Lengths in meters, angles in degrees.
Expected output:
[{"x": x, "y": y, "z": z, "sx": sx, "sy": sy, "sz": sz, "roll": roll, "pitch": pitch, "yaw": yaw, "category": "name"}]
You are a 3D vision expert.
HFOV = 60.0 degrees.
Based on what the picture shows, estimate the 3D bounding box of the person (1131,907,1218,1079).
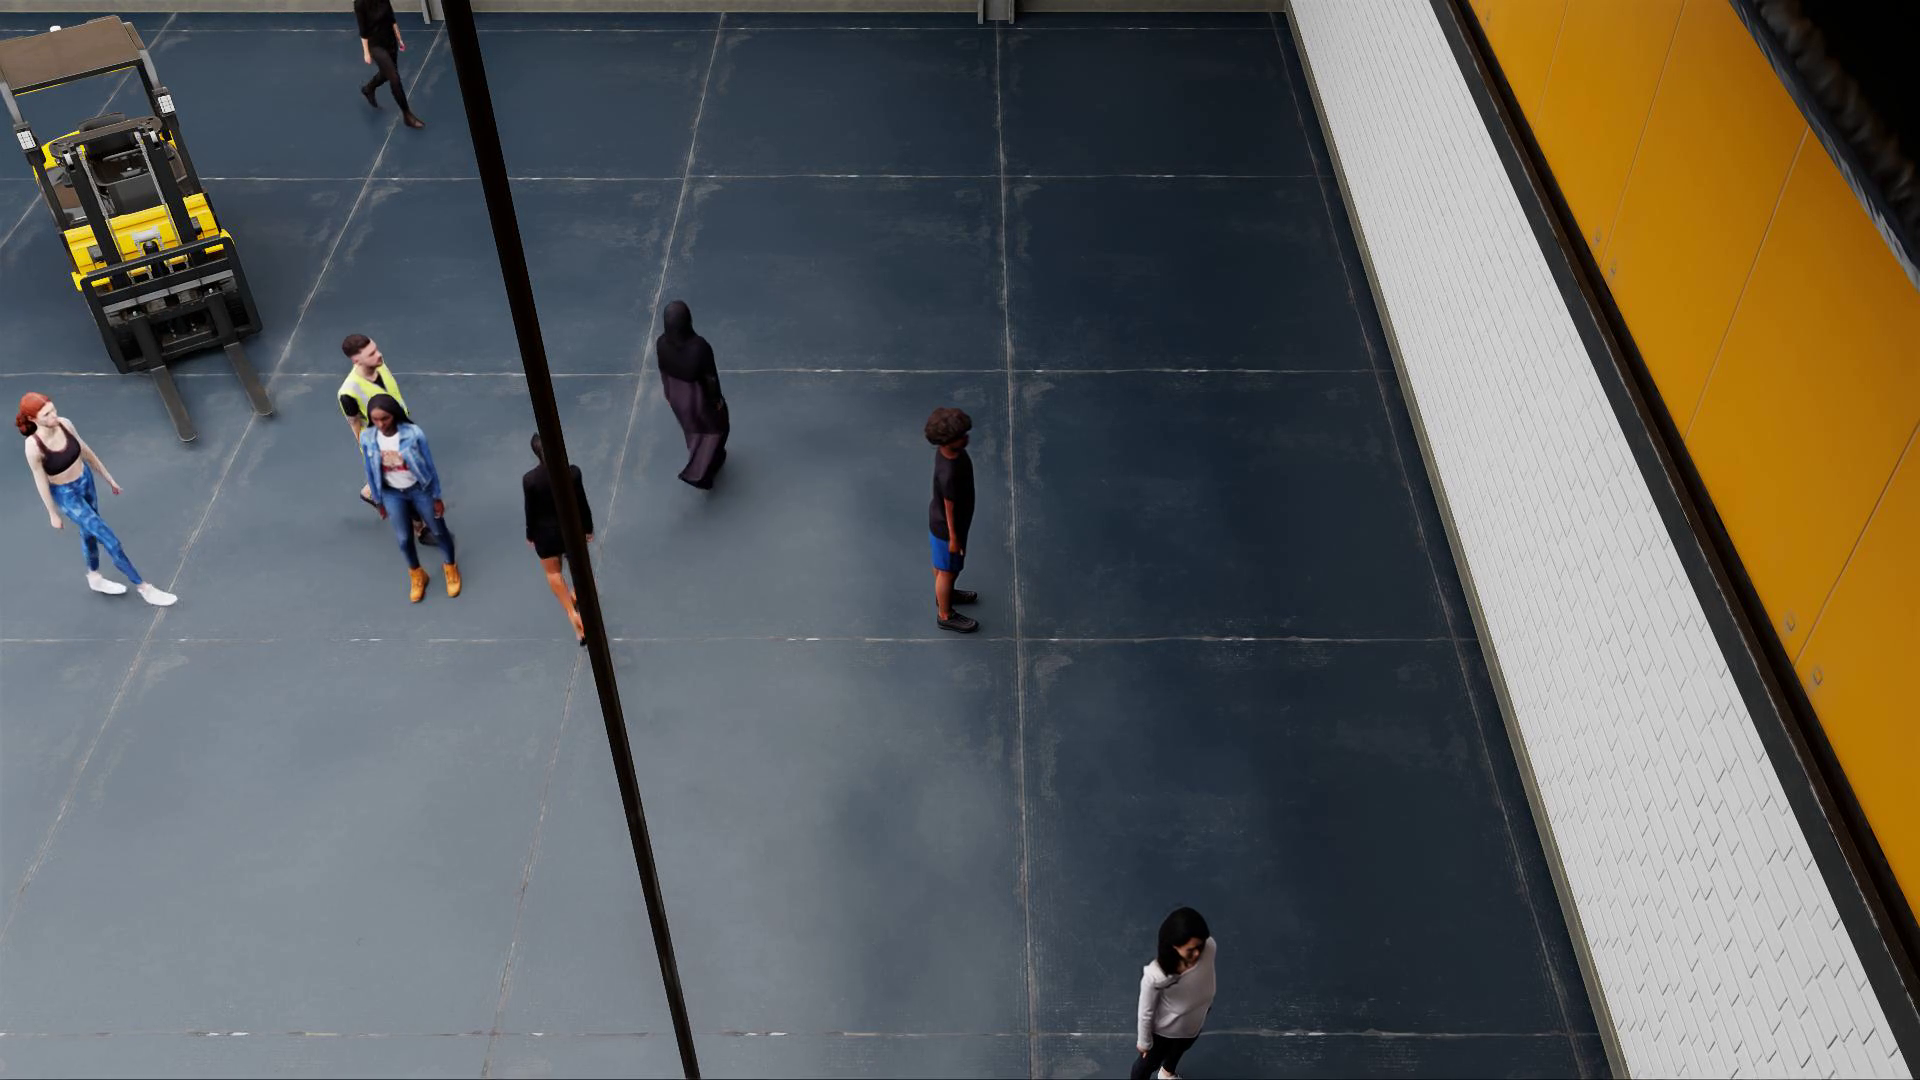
[{"x": 1.081, "y": 2.395, "z": 8.405, "sx": 0.684, "sy": 1.700, "sz": 0.774, "roll": -27, "pitch": 50, "yaw": -26, "category": "person"}]

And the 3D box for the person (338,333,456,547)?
[{"x": -4.042, "y": -0.700, "z": 11.561, "sx": 1.025, "sy": 1.828, "sz": 0.802, "roll": 7, "pitch": 44, "yaw": 8, "category": "person"}]

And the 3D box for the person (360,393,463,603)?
[{"x": -3.705, "y": -0.309, "z": 11.236, "sx": 0.494, "sy": 1.711, "sz": 0.692, "roll": -5, "pitch": 44, "yaw": -5, "category": "person"}]

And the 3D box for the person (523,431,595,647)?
[{"x": -2.618, "y": 0.004, "z": 10.972, "sx": 0.976, "sy": 1.621, "sz": 0.906, "roll": -22, "pitch": 48, "yaw": -21, "category": "person"}]

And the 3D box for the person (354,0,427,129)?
[{"x": -5.621, "y": -4.766, "z": 15.984, "sx": 1.114, "sy": 1.616, "sz": 0.889, "roll": 19, "pitch": 47, "yaw": 18, "category": "person"}]

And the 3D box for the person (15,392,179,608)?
[{"x": -5.991, "y": -0.279, "z": 11.167, "sx": 1.013, "sy": 1.762, "sz": 0.726, "roll": 8, "pitch": 44, "yaw": 9, "category": "person"}]

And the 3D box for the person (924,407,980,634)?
[{"x": -0.070, "y": -0.147, "z": 11.002, "sx": 0.560, "sy": 1.800, "sz": 0.593, "roll": 1, "pitch": 44, "yaw": 1, "category": "person"}]

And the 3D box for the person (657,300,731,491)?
[{"x": -1.963, "y": -1.023, "z": 12.063, "sx": 0.909, "sy": 1.604, "sz": 0.860, "roll": 16, "pitch": 46, "yaw": 16, "category": "person"}]
